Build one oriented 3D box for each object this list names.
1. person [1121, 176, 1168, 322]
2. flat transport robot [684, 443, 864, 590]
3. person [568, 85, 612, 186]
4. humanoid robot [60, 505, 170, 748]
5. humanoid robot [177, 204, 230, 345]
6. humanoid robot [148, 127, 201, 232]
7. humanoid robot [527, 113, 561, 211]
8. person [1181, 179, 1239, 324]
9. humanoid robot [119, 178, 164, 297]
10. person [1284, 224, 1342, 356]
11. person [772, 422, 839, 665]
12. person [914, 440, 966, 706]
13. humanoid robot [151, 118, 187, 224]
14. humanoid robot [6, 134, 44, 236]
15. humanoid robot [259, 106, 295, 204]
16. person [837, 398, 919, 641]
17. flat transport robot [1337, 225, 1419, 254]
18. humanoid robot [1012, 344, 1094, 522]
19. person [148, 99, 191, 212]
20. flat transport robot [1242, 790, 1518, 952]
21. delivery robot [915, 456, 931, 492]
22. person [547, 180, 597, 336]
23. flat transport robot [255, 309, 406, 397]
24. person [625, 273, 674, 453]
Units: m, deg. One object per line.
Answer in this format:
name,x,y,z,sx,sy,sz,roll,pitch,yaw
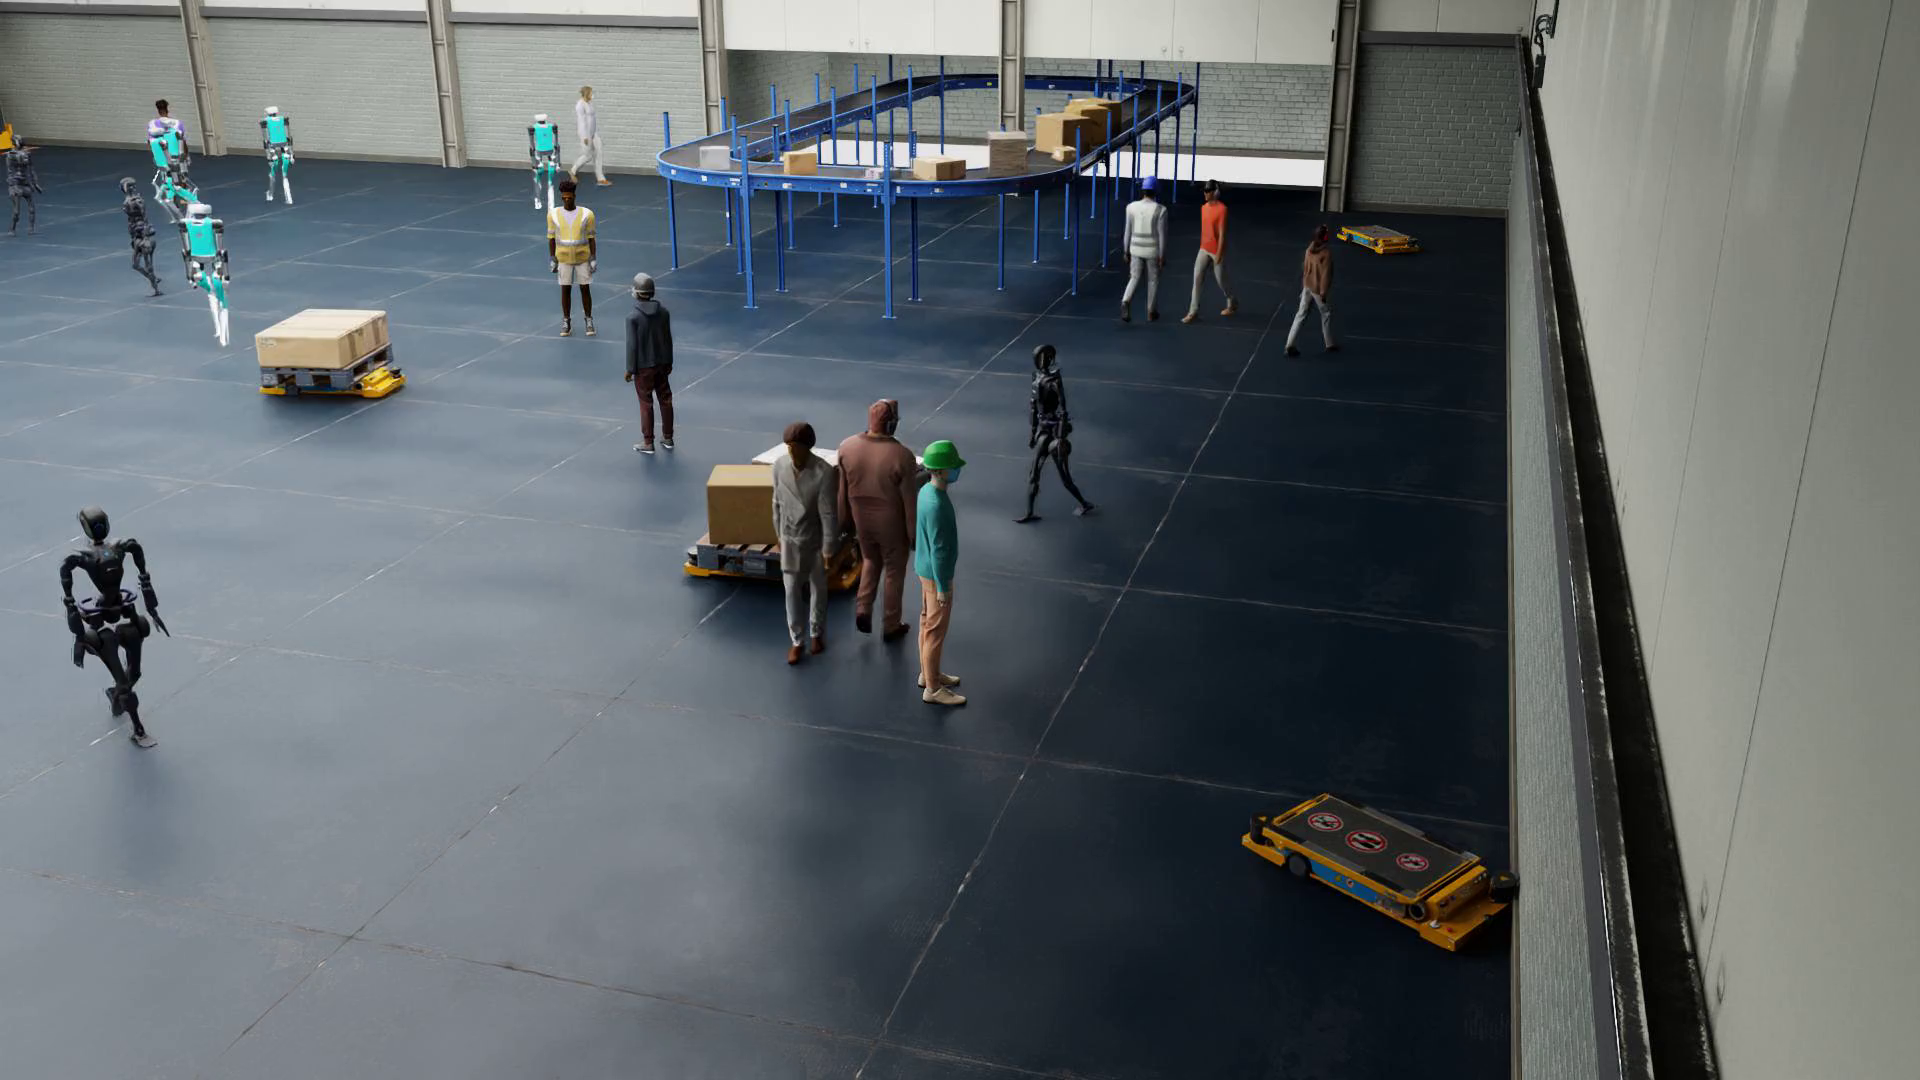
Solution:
person,2.391,-3.762,21.657,0.612,1.915,0.787,12,24,28
flat transport robot,-1.489,0.154,13.778,1.431,0.231,0.659,6,22,14
person,-7.203,-7.825,32.208,0.805,1.896,0.643,6,22,14
humanoid robot,-5.596,0.519,10.947,0.756,1.635,0.608,17,27,37
humanoid robot,-9.329,-3.322,20.771,0.547,1.795,0.849,-2,21,-4
humanoid robot,-12.961,-5.984,27.622,0.531,1.750,0.728,18,27,38
humanoid robot,-7.430,-6.692,29.543,0.554,1.800,0.920,-10,23,-25
person,3.351,-3.811,21.847,0.961,1.874,0.481,-17,27,-38
humanoid robot,-11.382,-4.222,23.179,0.609,1.645,0.365,18,28,39
person,4.313,-3.040,20.193,0.857,1.607,0.479,-13,25,-30
person,-1.117,0.022,11.989,0.529,1.804,0.651,2,21,5
person,-0.136,0.214,11.391,0.353,1.872,0.531,-2,21,-6
humanoid robot,-13.500,-6.217,28.282,0.535,1.808,0.693,13,25,31
humanoid robot,-15.493,-5.840,27.375,0.468,1.648,0.613,6,22,16
humanoid robot,-12.559,-7.007,30.411,0.561,1.845,0.832,-20,28,-41
person,-0.573,-0.140,12.285,0.675,1.878,0.451,10,23,23
flat transport robot,6.703,-4.827,26.698,0.659,0.231,1.431,-6,22,-16
humanoid robot,0.855,-0.943,14.757,0.768,1.644,0.616,-11,24,-26
person,-14.047,-6.846,29.597,0.625,1.937,0.549,-6,22,-16
flat transport robot,2.369,1.832,9.425,0.659,0.231,1.431,-18,27,-39
delivery robot,-0.611,-0.628,15.429,0.807,0.609,0.499,20,29,41
person,-4.903,-3.572,21.087,0.604,1.966,0.368,-3,21,-9
flat transport robot,-7.120,-1.805,18.859,1.431,0.231,0.659,2,21,5
person,-3.091,-1.765,16.609,0.534,1.813,0.369,-18,28,-39
